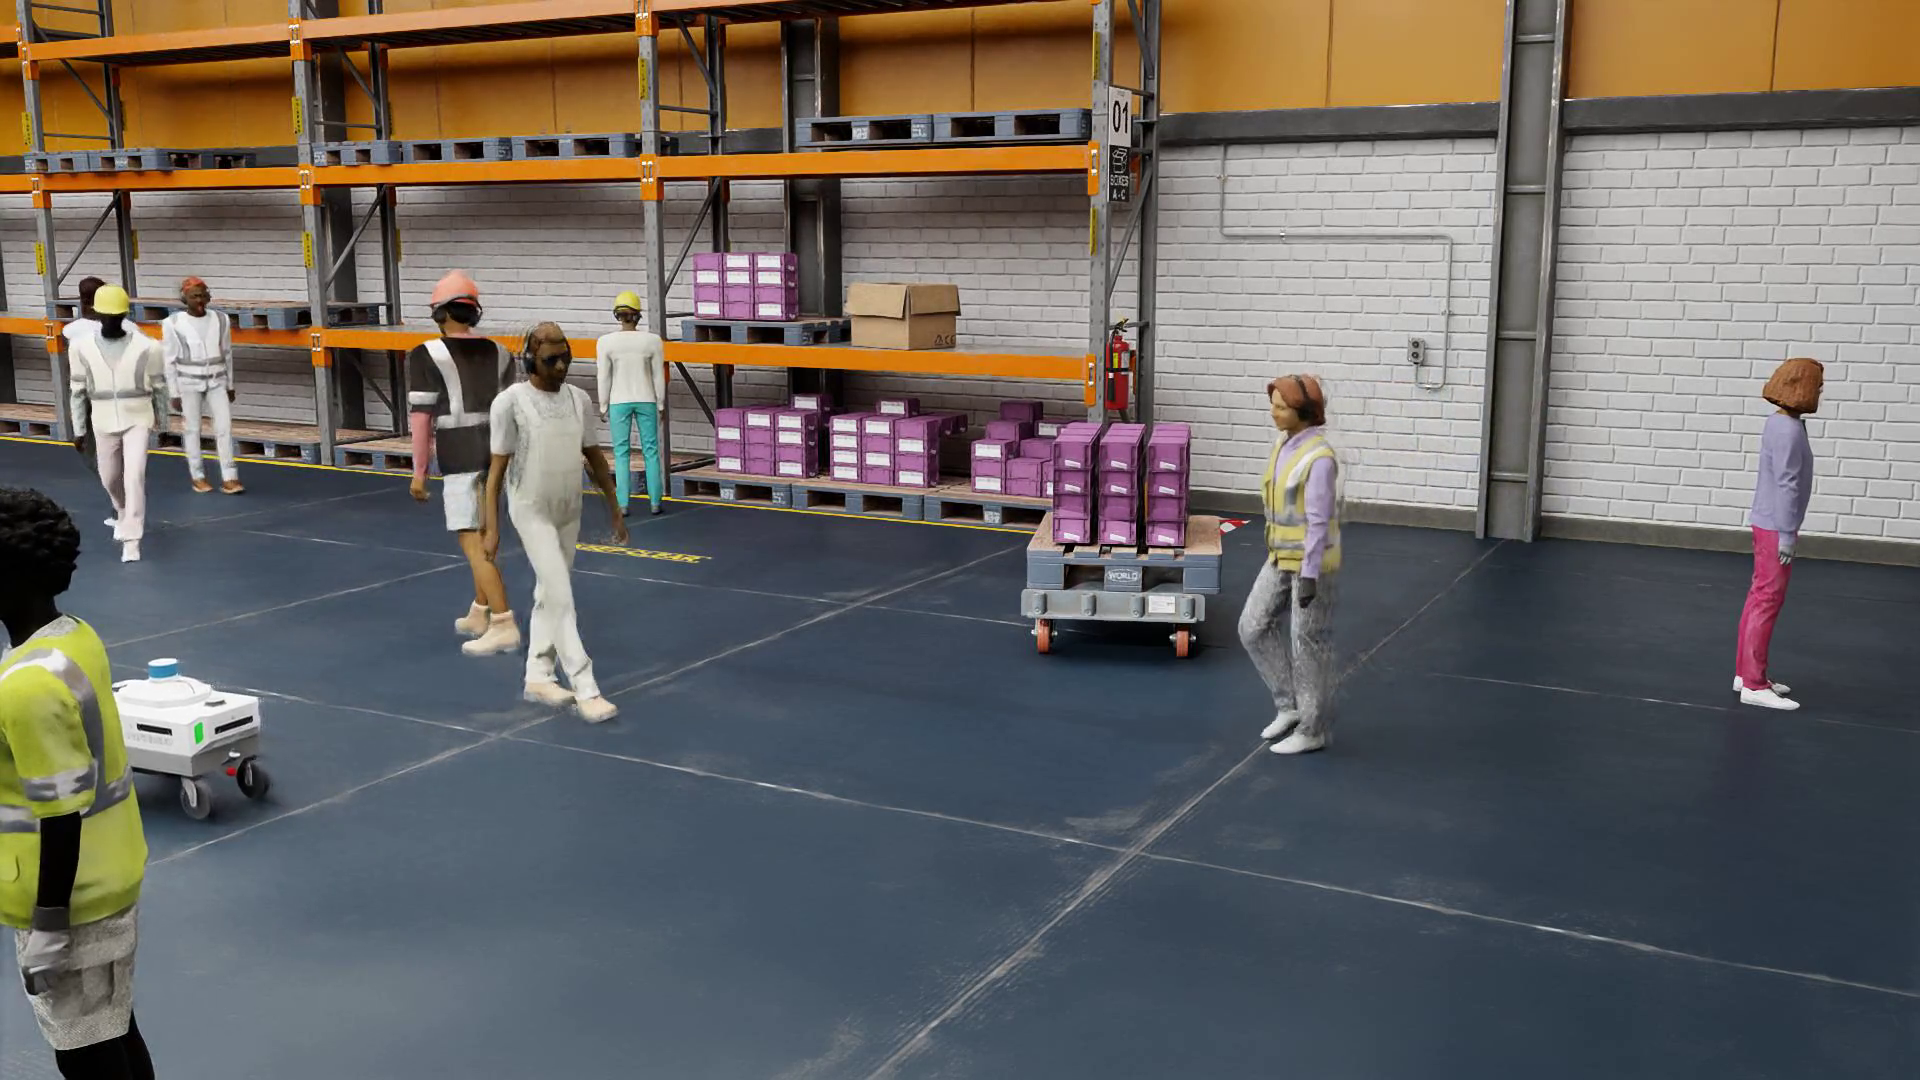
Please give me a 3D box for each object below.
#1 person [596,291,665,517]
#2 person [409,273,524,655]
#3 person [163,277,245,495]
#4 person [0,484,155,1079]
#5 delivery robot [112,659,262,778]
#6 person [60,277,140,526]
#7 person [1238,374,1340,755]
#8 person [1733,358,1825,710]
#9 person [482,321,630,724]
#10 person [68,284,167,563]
[{"bbox_3d":[-2.576,-1.060,13.043,0.526,1.765,0.330,-3,11,-17],"label":"person"},{"bbox_3d":[-2.558,-0.406,8.856,0.743,2.003,0.628,7,13,34],"label":"person"},{"bbox_3d":[-6.377,-1.282,14.045,0.588,1.836,0.903,-9,14,-42],"label":"person"},{"bbox_3d":[-1.852,0.725,3.435,0.317,1.696,0.540,-4,11,-22],"label":"person"},{"bbox_3d":[-3.065,0.703,6.436,0.707,0.478,0.477,5,11,23],"label":"delivery robot"},{"bbox_3d":[-6.301,-0.996,12.346,0.616,1.902,0.596,7,12,33],"label":"person"},{"bbox_3d":[1.402,0.114,6.969,0.393,1.618,0.533,-2,11,-13],"label":"person"},{"bbox_3d":[3.847,-0.037,7.797,0.268,1.630,0.508,4,11,20],"label":"person"},{"bbox_3d":[-1.779,-0.078,7.527,0.826,1.803,0.668,8,13,37],"label":"person"},{"bbox_3d":[-5.787,-0.834,11.500,0.590,1.885,0.932,-3,11,-14],"label":"person"}]
